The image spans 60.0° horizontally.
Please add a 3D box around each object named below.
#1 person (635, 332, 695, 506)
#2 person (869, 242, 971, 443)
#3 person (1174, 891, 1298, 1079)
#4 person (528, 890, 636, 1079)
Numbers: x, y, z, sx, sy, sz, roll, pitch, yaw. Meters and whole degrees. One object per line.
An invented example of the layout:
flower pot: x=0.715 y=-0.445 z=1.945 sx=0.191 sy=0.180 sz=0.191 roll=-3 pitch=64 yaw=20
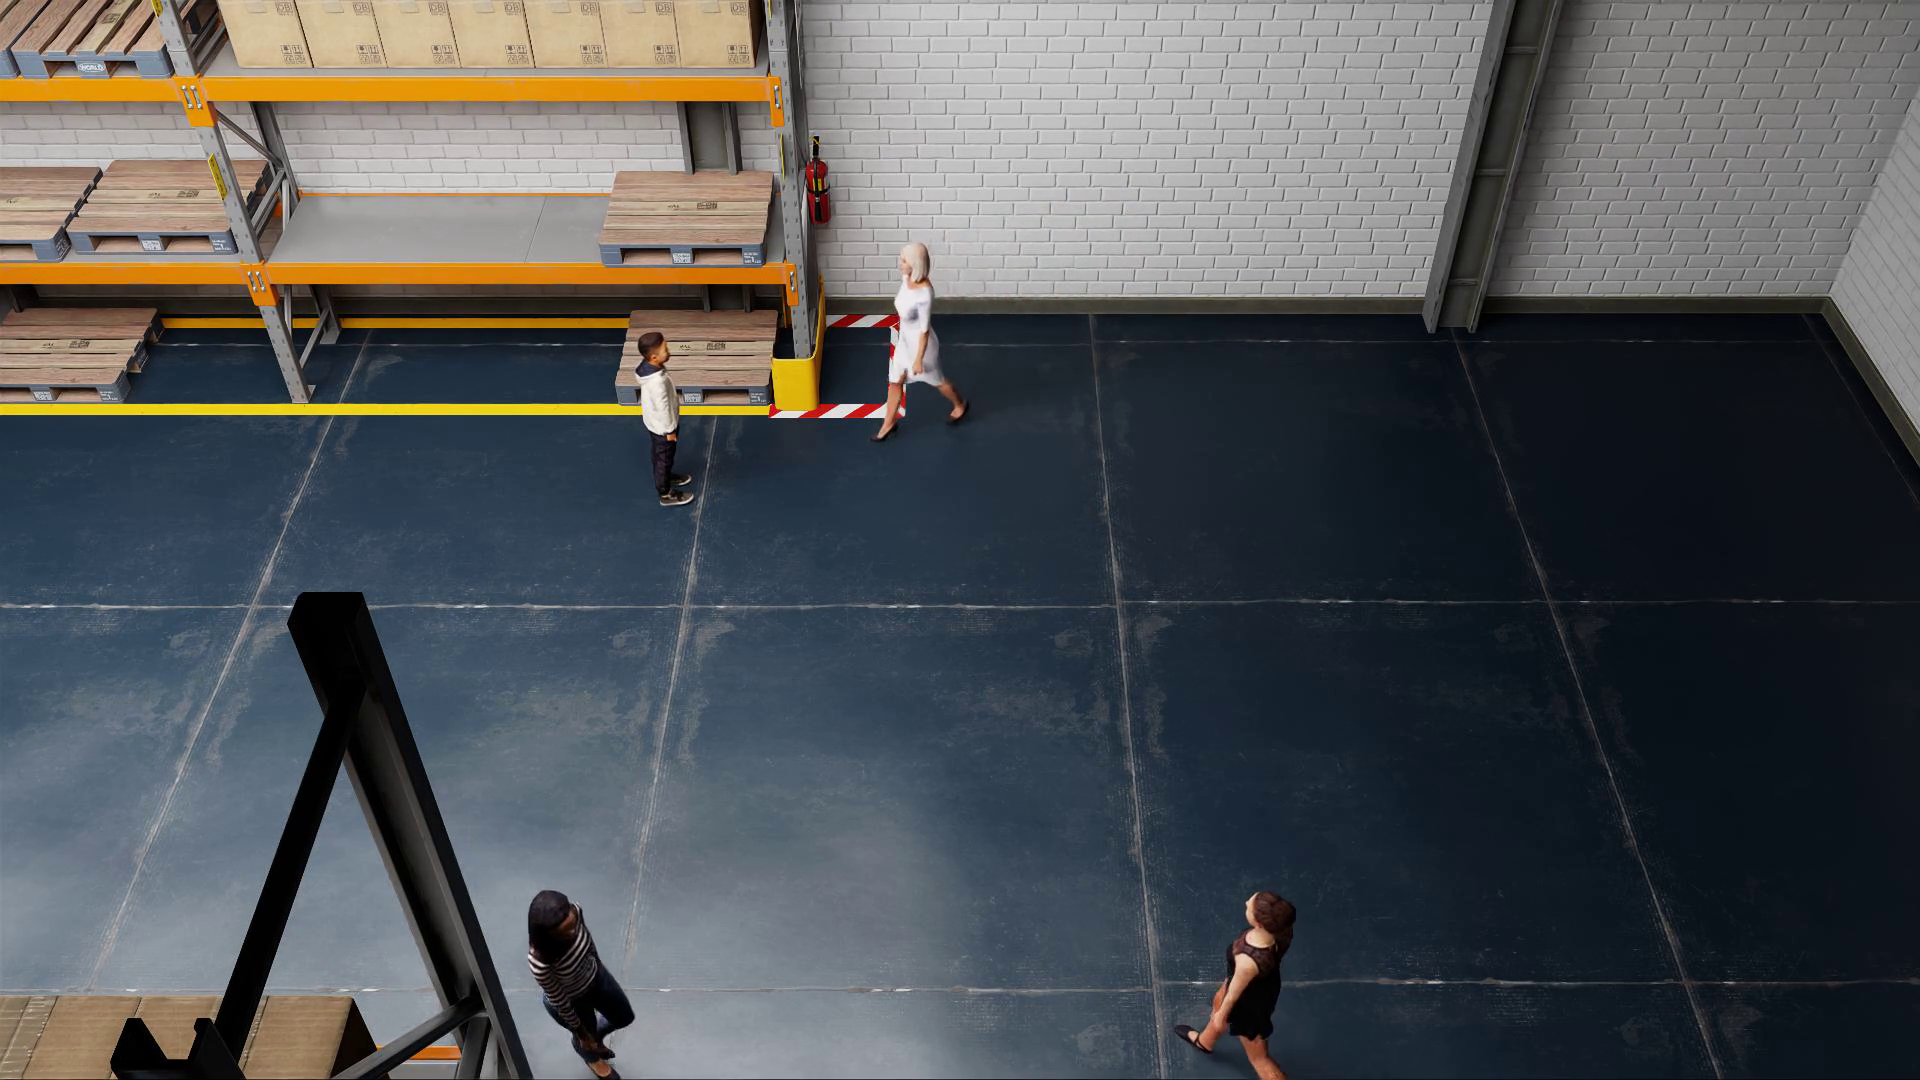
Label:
person: x=-2.145 y=-0.879 z=11.869 sx=0.596 sy=1.451 sz=0.625 roll=-12 pitch=45 yaw=-12
person: x=-0.227 y=-1.453 z=12.284 sx=1.144 sy=1.710 sz=0.900 roll=-19 pitch=47 yaw=-18
person: x=1.527 y=2.342 z=8.350 sx=1.133 sy=1.642 sz=1.013 roll=29 pitch=51 yaw=27
person: x=-1.998 y=2.267 z=8.333 sx=0.720 sy=1.774 sz=0.692 roll=12 pitch=45 yaw=13
